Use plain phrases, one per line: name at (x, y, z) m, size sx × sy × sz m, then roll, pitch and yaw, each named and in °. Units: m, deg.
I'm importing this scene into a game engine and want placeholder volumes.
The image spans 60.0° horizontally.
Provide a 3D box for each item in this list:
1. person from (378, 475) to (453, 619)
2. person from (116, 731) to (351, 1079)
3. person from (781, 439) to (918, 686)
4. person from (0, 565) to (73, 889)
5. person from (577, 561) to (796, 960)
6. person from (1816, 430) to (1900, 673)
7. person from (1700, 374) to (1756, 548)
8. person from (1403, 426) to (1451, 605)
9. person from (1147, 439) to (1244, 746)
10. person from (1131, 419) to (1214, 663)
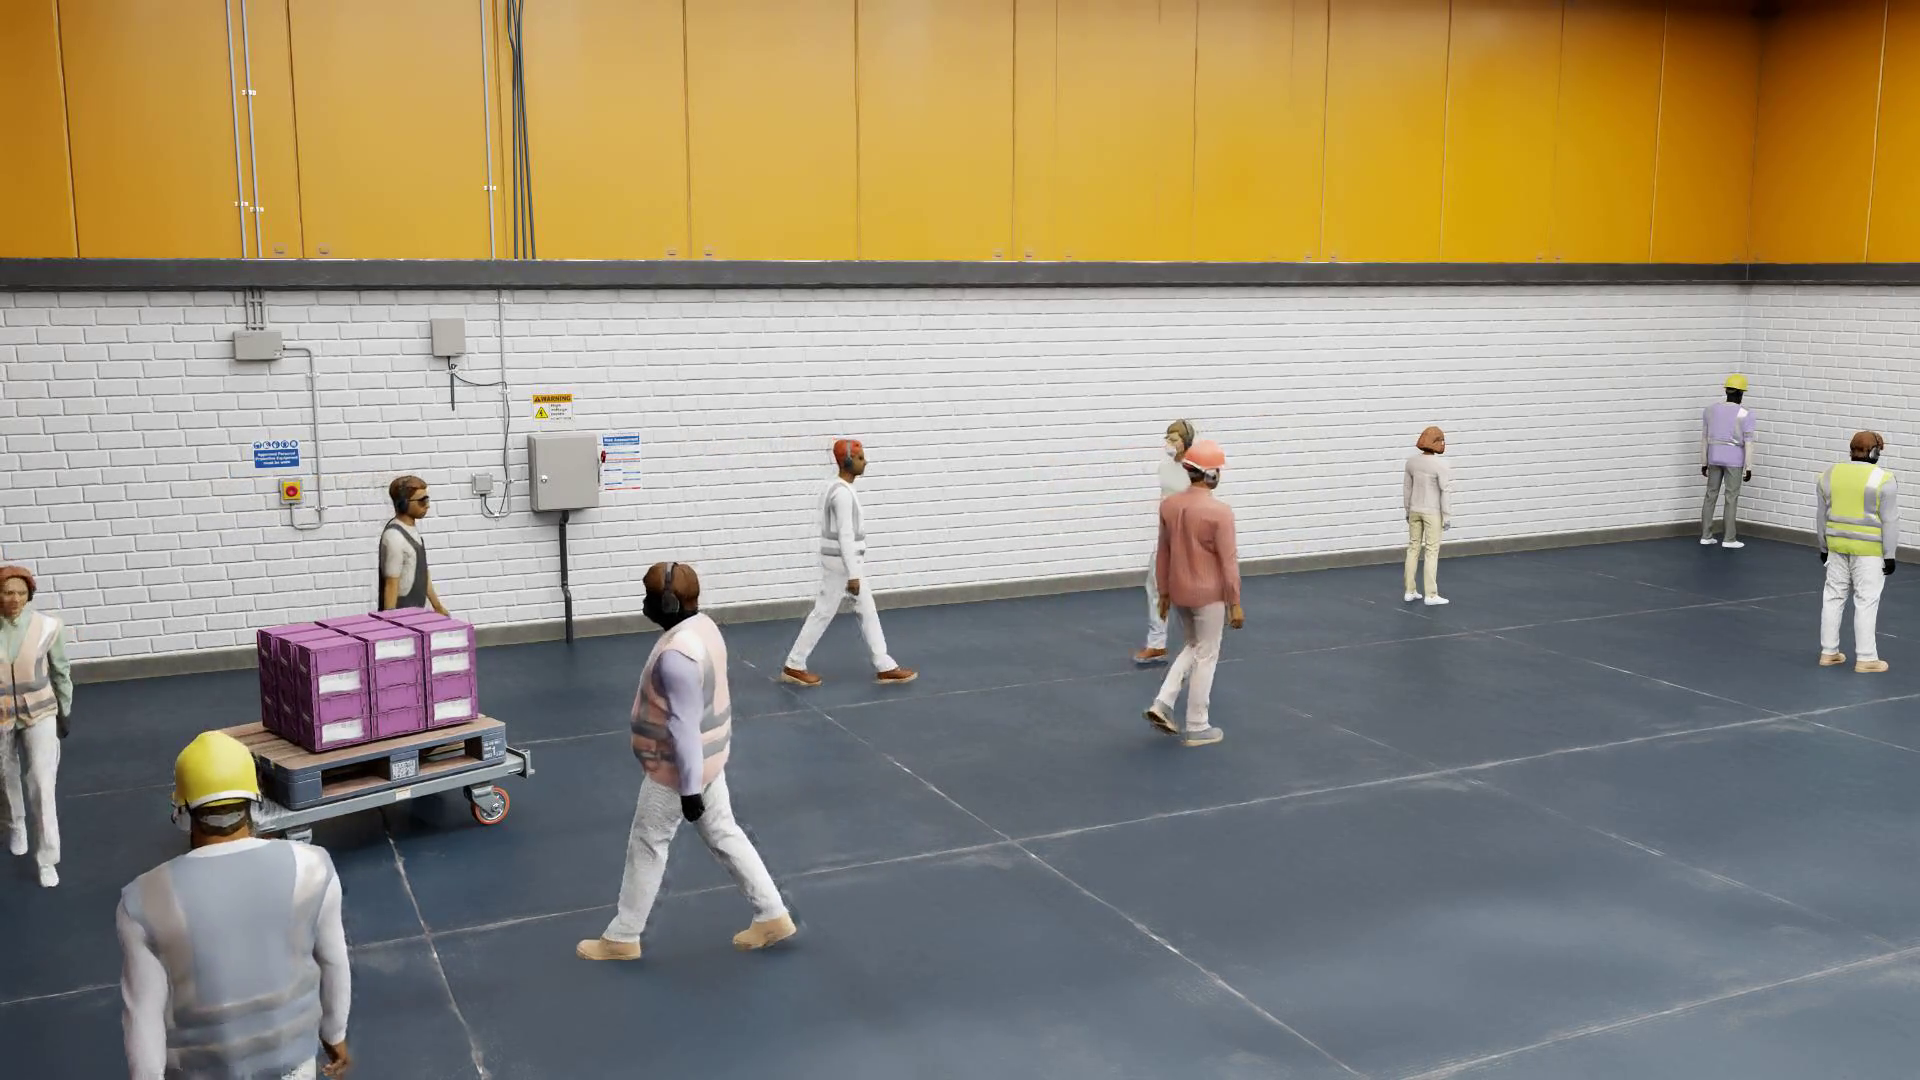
person at (-3.499, 0.480, 10.390) m, size 0.993 × 1.800 × 0.523 m, roll -3°, pitch 10°, yaw -16°
person at (-1.973, 1.412, 4.601) m, size 0.608 × 1.790 × 0.923 m, roll -7°, pitch 11°, yaw -35°
person at (-0.857, 0.176, 12.128) m, size 1.000 × 1.838 × 0.597 m, roll 0°, pitch 9°, yaw 1°
person at (-4.774, 0.893, 8.423) m, size 0.509 × 1.596 × 0.844 m, roll -5°, pitch 10°, yaw -29°
person at (-1.189, 0.974, 7.318) m, size 0.963 × 1.802 × 0.642 m, roll 1°, pitch 9°, yaw 4°
person at (6.851, 0.084, 12.685) m, size 0.429 × 1.839 × 0.621 m, roll -5°, pitch 11°, yaw -29°
person at (8.466, -0.867, 18.335) m, size 0.391 × 1.919 × 0.585 m, roll -7°, pitch 12°, yaw -38°
person at (4.283, -0.228, 15.243) m, size 0.266 × 1.631 × 0.507 m, roll -6°, pitch 11°, yaw -34°
person at (1.532, 0.345, 10.604) m, size 0.467 × 1.975 × 0.624 m, roll -6°, pitch 11°, yaw -31°
person at (1.639, 0.035, 12.750) m, size 0.794 × 1.908 × 0.659 m, roll -5°, pitch 11°, yaw -30°
